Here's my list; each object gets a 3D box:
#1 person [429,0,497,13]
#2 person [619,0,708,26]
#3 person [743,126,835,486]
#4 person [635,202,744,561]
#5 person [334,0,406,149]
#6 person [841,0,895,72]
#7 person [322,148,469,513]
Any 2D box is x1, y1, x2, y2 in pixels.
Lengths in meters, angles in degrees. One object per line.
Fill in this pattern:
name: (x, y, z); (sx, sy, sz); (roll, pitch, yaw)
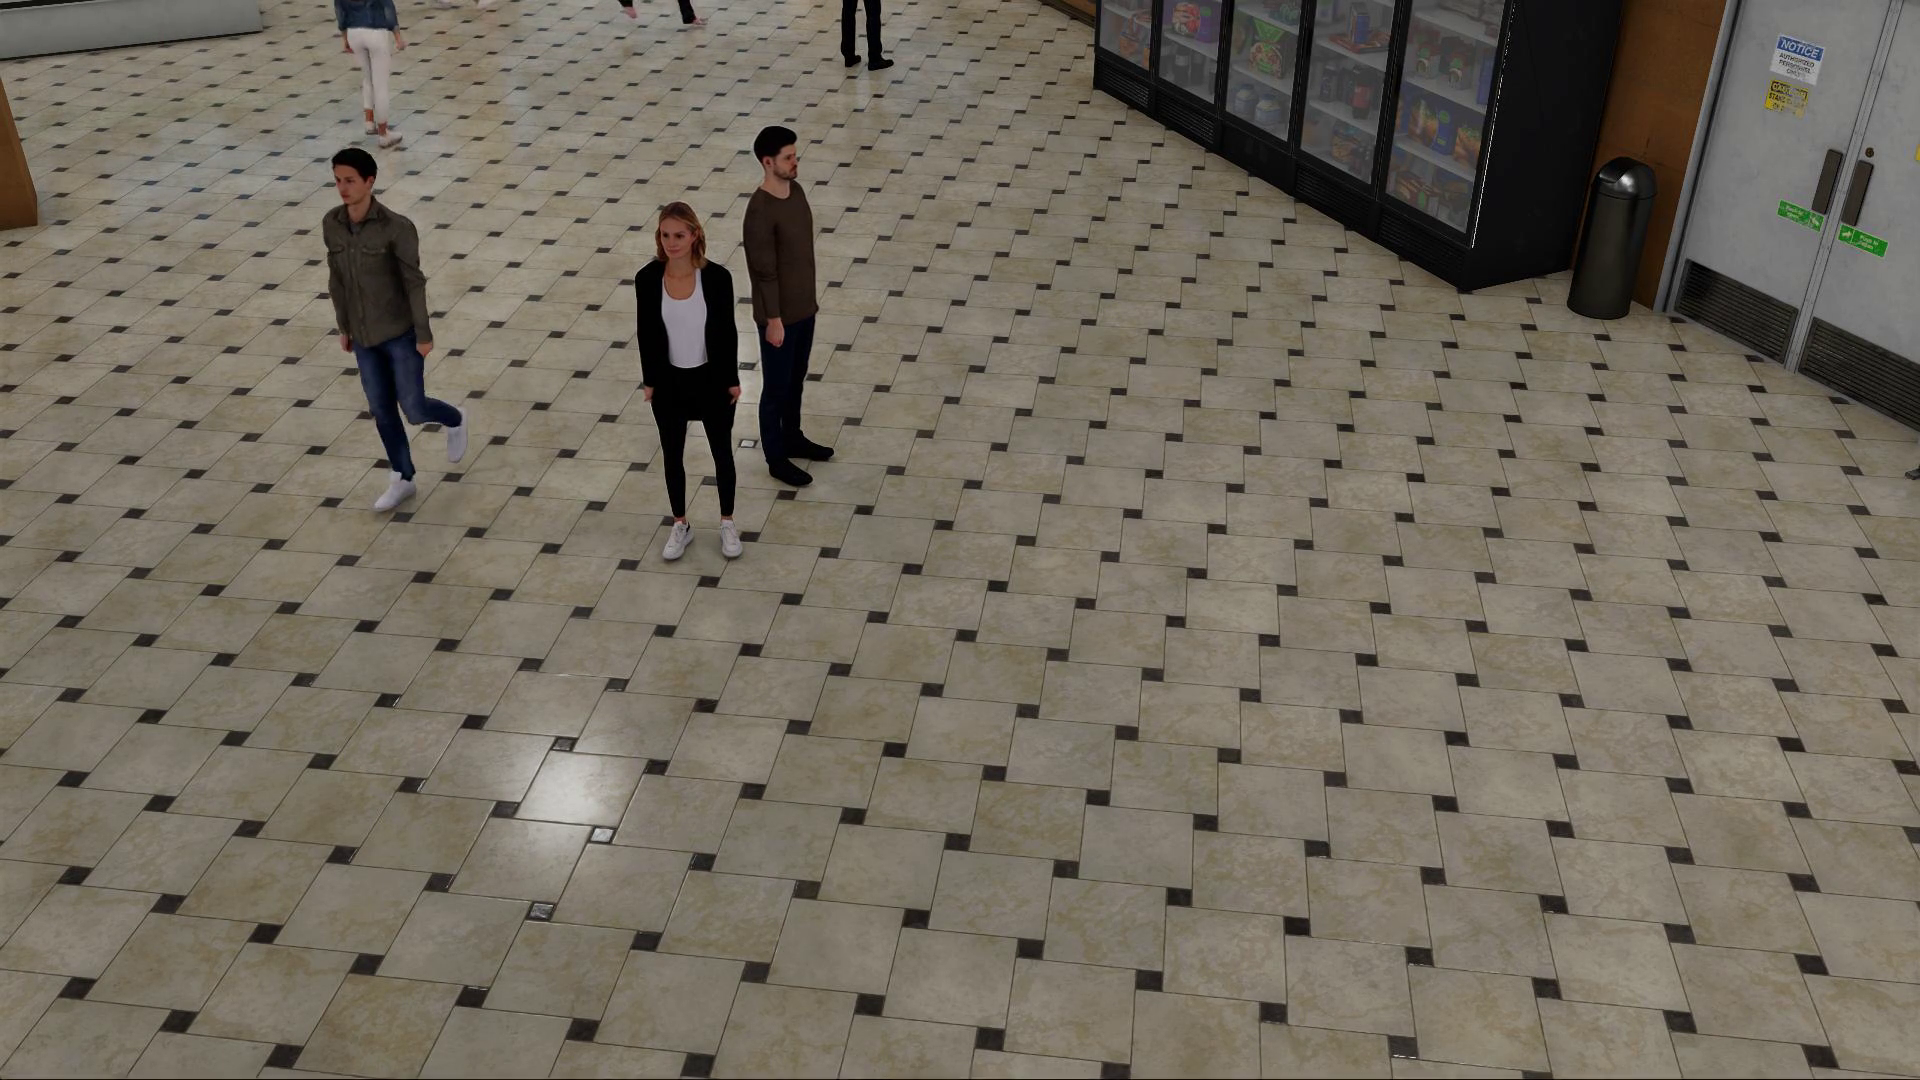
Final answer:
person: (-5.241, -6.136, 16.767); (1.159, 1.572, 1.145); (13, 34, 20)
person: (-2.989, -5.932, 16.183); (1.188, 1.842, 1.121); (10, 33, 15)
person: (-0.903, -1.206, 8.546); (0.784, 1.888, 0.730); (10, 33, 15)
person: (-1.263, -0.732, 7.865); (0.585, 1.802, 0.735); (-1, 32, -2)
person: (-4.702, -3.922, 13.100); (0.708, 1.688, 0.779); (9, 33, 14)
person: (-0.896, -5.196, 15.002); (0.804, 1.842, 0.830); (15, 35, 23)
person: (-2.837, -1.086, 8.388); (1.036, 1.850, 1.096); (11, 34, 17)
